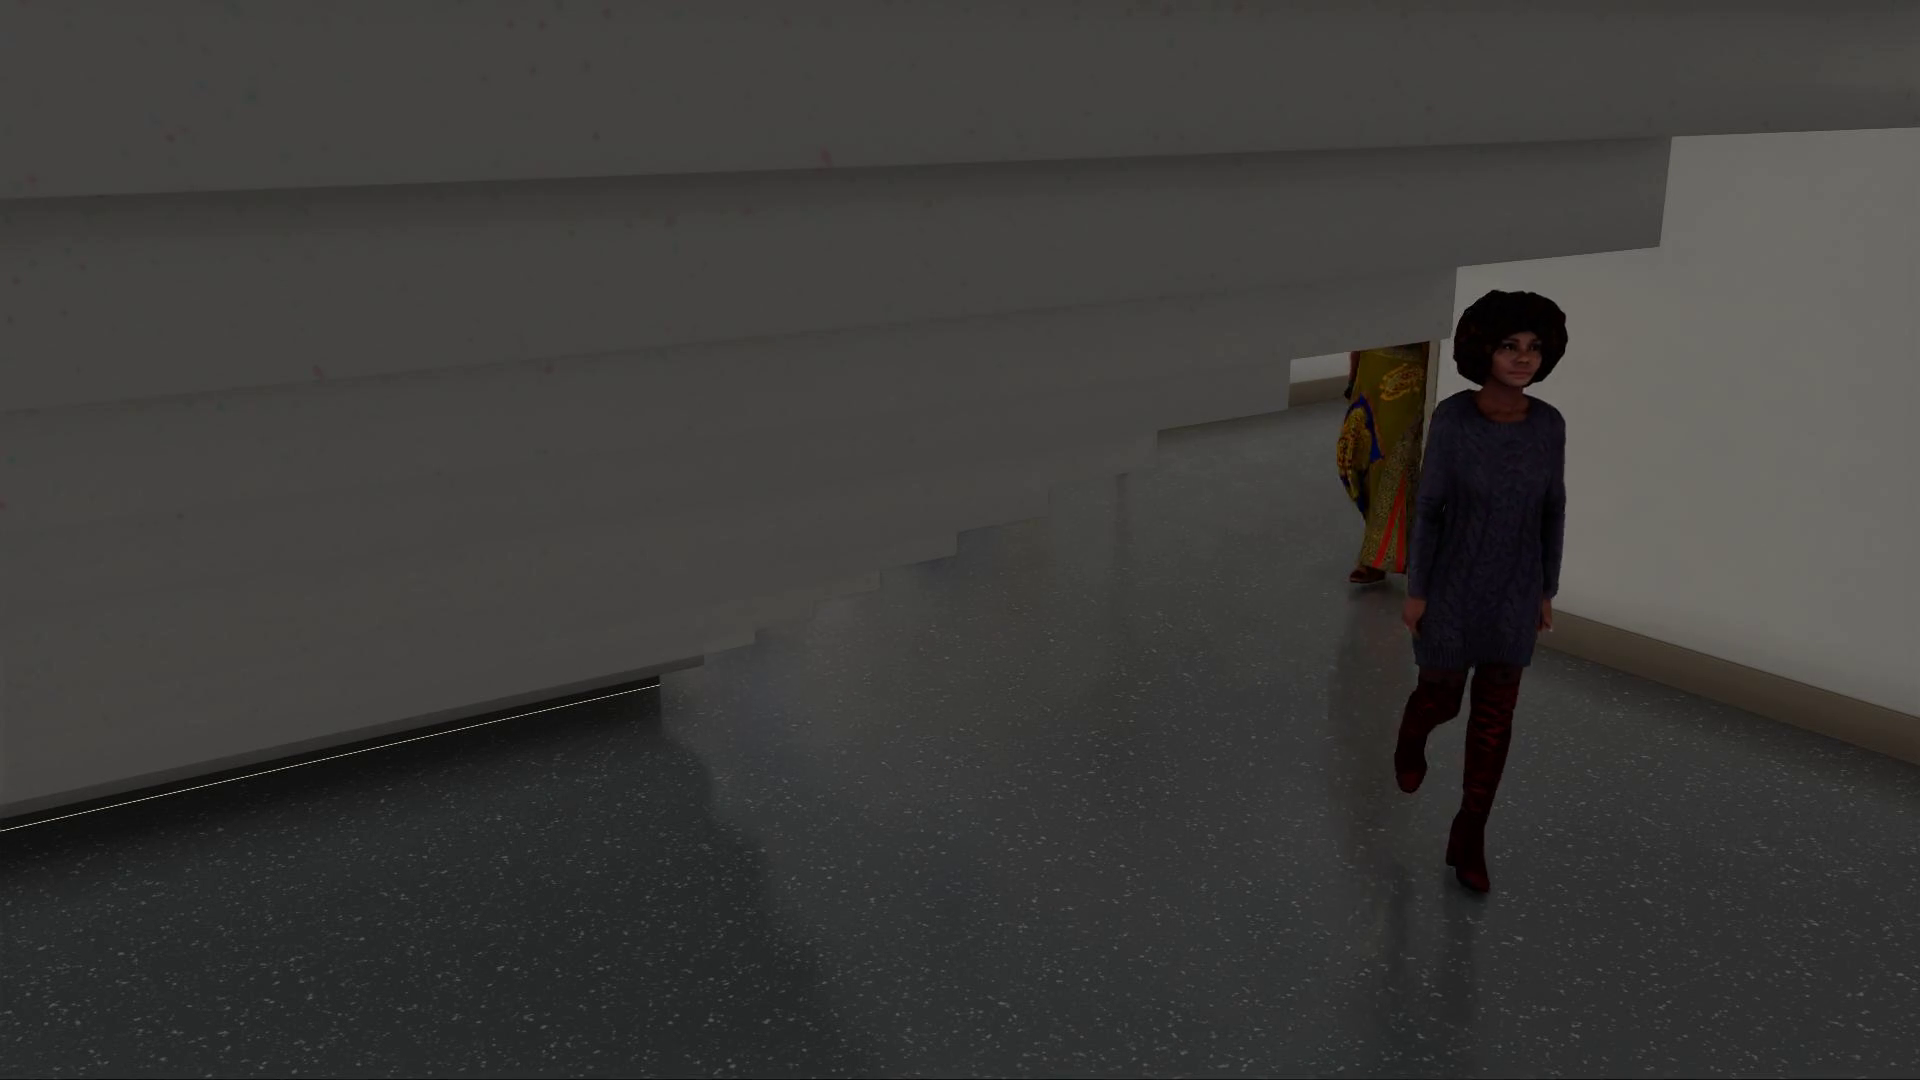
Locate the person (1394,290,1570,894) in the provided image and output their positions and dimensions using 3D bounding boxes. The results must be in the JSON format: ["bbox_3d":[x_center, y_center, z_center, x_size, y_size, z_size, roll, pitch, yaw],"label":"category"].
[{"bbox_3d":[1.453,0.137,4.757,0.835,1.700,0.944,-1,16,-3],"label":"person"}]

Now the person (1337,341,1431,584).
[{"bbox_3d":[2.031,-0.643,7.634,0.856,1.640,0.994,-14,21,-41],"label":"person"}]
